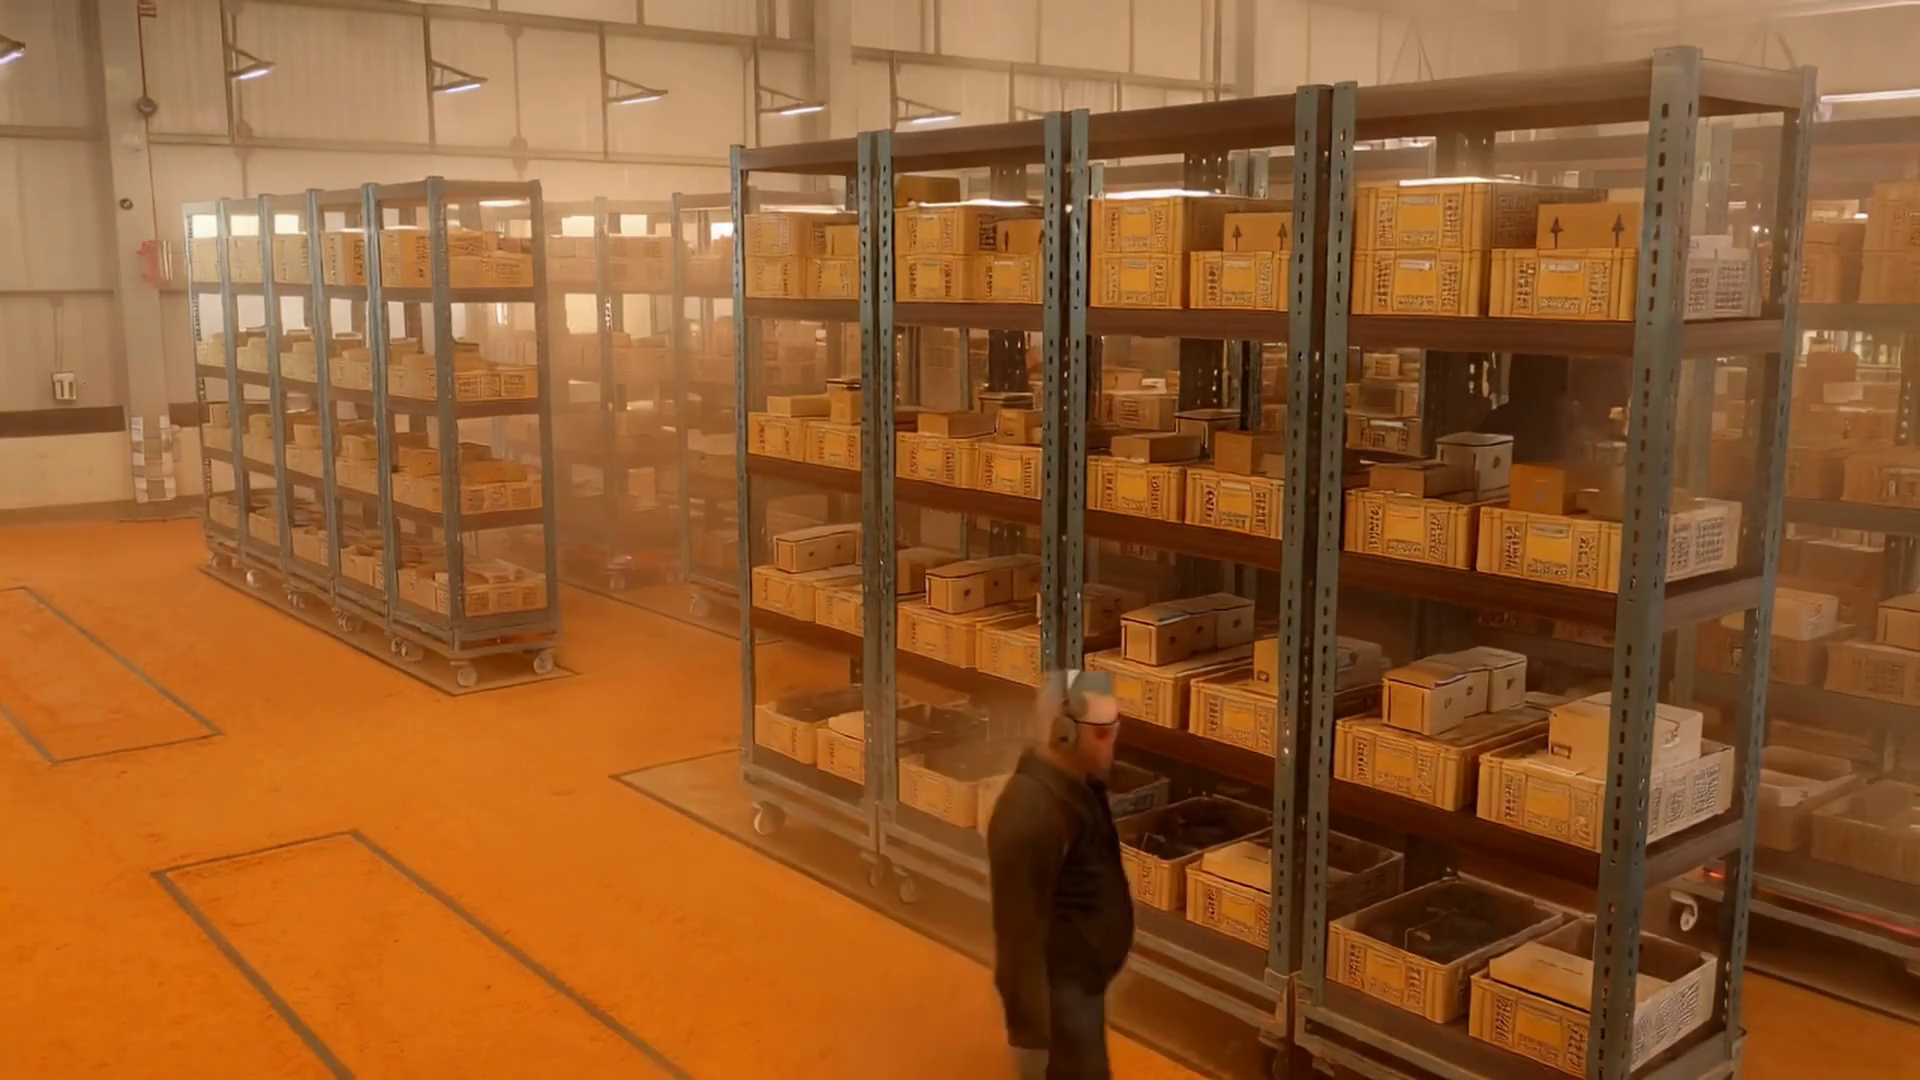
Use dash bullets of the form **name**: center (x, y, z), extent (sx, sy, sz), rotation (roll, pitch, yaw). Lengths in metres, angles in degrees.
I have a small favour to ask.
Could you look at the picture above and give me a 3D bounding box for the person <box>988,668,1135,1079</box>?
- **person**: center (0.313, 1.293, 4.758), extent (0.420, 1.891, 0.672), rotation (3, 10, 15)
